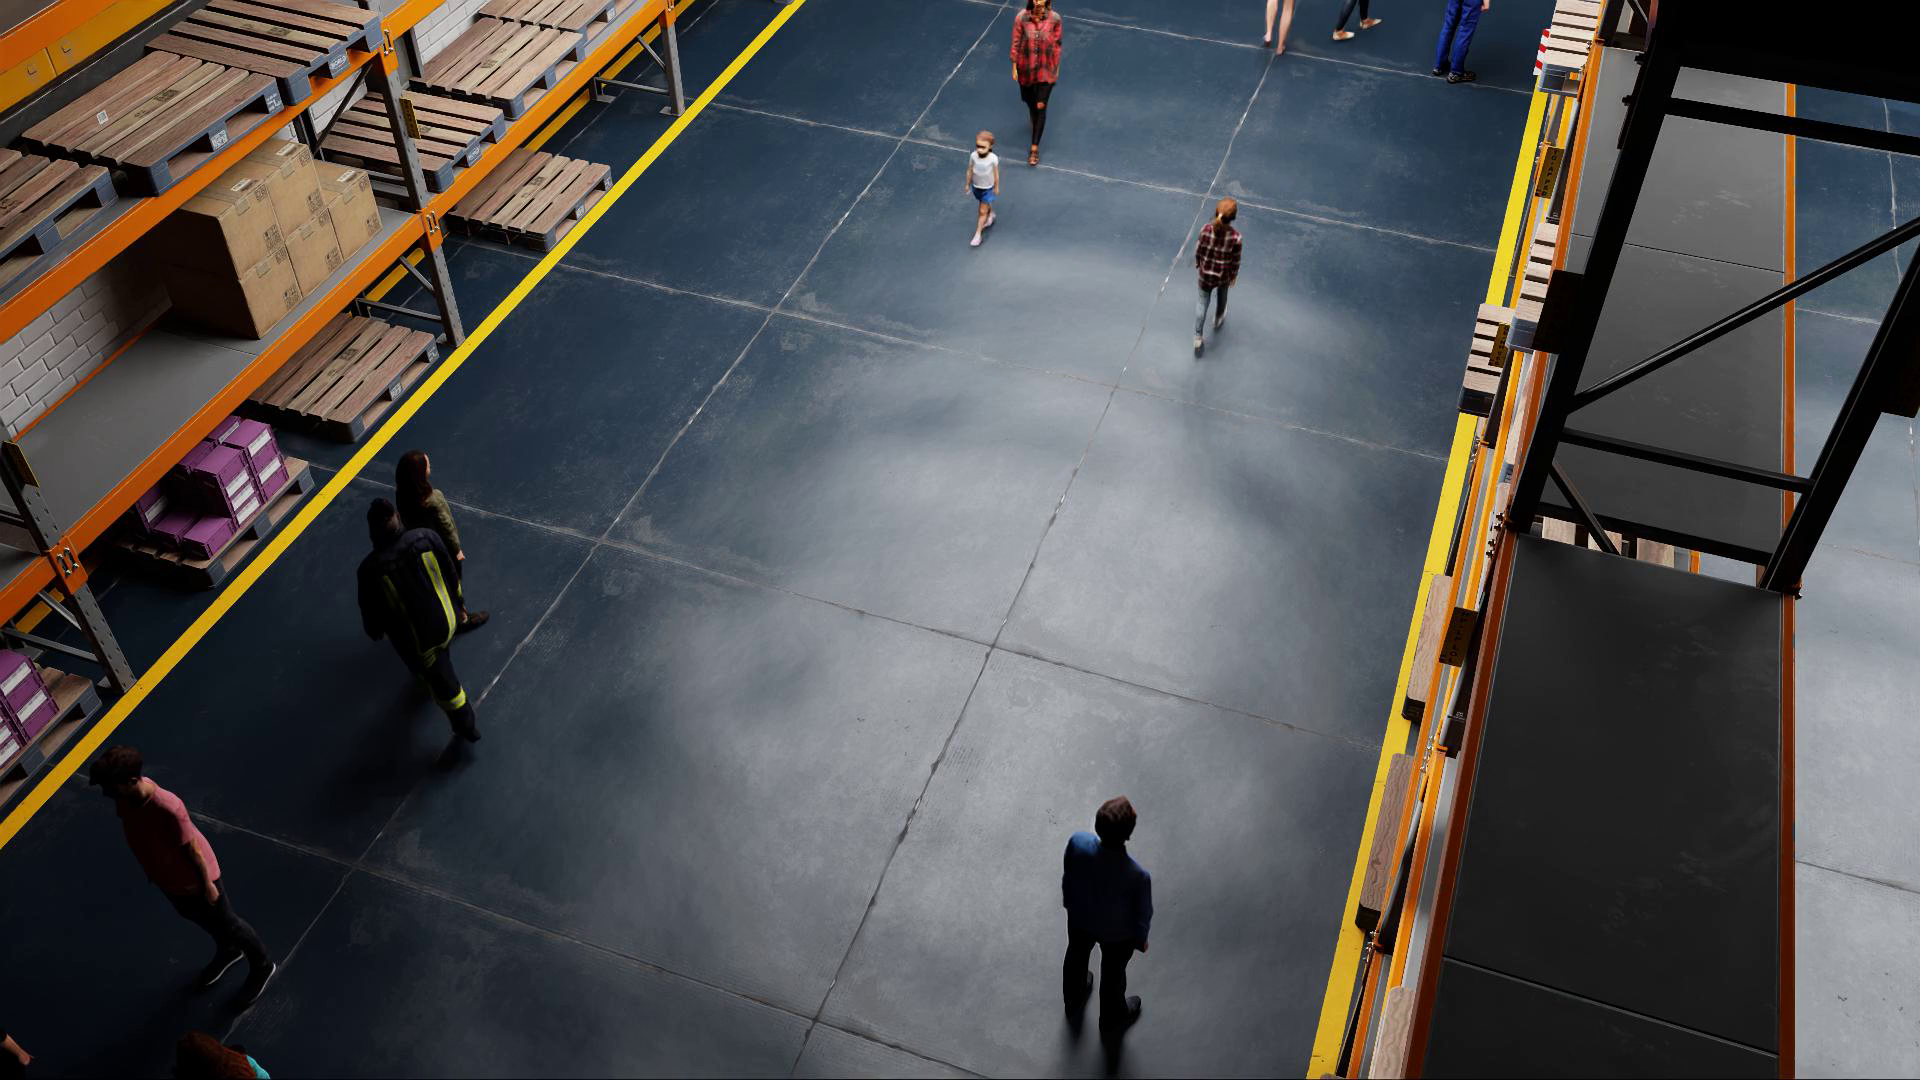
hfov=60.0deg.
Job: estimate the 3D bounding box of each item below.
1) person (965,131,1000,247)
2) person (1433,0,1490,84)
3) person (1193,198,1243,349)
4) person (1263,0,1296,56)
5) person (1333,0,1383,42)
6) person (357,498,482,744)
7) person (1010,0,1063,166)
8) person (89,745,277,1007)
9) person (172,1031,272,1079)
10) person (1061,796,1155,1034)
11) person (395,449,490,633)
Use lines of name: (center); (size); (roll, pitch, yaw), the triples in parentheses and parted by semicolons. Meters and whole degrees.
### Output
person: (0.226, -3.138, 14.580); (0.472, 0.998, 0.744); (18, 46, 18)
person: (5.005, -5.439, 16.352); (0.840, 1.885, 0.803); (-23, 48, -22)
person: (2.023, -2.123, 13.302); (0.539, 1.291, 0.885); (12, 45, 12)
person: (3.299, -5.719, 16.770); (0.618, 1.715, 0.624); (11, 45, 12)
person: (4.051, -5.914, 16.940); (0.953, 1.762, 0.912); (-14, 45, -15)
person: (-3.260, 0.516, 10.147); (1.237, 1.822, 1.132); (-34, 53, -31)
person: (0.708, -4.396, 15.406); (0.778, 1.680, 1.127); (5, 44, 6)
person: (-4.080, 1.727, 8.779); (0.641, 1.957, 0.571); (18, 46, 18)
person: (-3.460, 2.797, 7.986); (0.662, 1.500, 0.740); (-29, 51, -27)
person: (0.747, 1.947, 8.649); (0.722, 1.818, 0.661); (26, 50, 25)
person: (-3.451, 0.007, 10.932); (0.632, 1.476, 0.592); (27, 50, 26)
